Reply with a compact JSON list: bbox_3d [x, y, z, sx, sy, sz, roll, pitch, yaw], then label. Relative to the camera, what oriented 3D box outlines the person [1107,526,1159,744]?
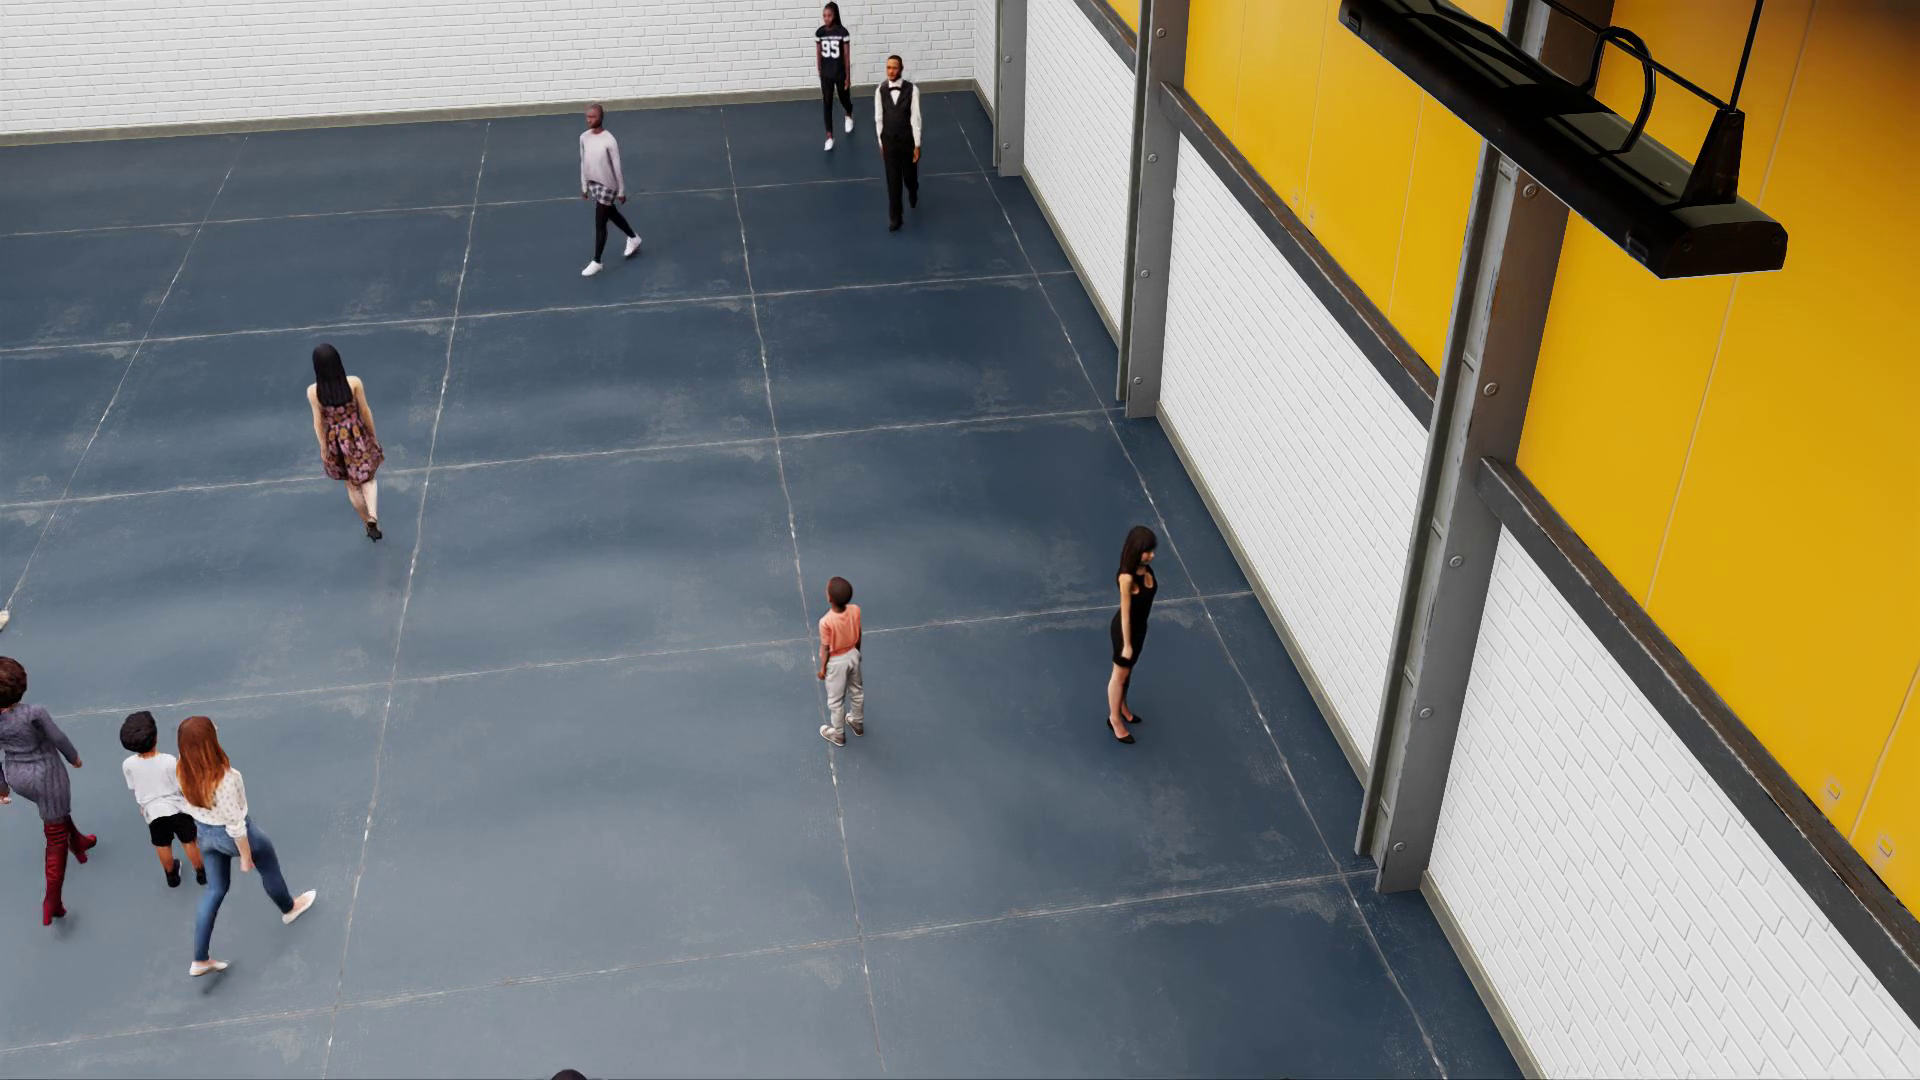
[{"bbox_3d":[1.119,0.604,11.035,0.692,1.645,0.586,13,36,19],"label":"person"}]

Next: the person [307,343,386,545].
[{"bbox_3d":[-4.705,-0.683,12.861,0.730,1.767,0.858,-15,36,-21],"label":"person"}]

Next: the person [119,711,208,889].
[{"bbox_3d":[-4.760,1.566,9.940,0.479,1.256,0.474,-4,34,-7],"label":"person"}]

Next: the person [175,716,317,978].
[{"bbox_3d":[-4.176,1.716,9.312,0.974,1.701,1.169,13,36,18],"label":"person"}]

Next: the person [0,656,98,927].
[{"bbox_3d":[-5.389,1.480,9.696,0.693,1.670,1.099,-1,34,-1],"label":"person"}]

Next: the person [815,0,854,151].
[{"bbox_3d":[-1.517,-5.755,20.547,0.845,1.706,1.169,5,34,8],"label":"person"}]

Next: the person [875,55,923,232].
[{"bbox_3d":[-0.643,-4.422,18.365,0.910,1.902,1.129,6,34,9],"label":"person"}]

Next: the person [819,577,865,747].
[{"bbox_3d":[-0.780,0.795,11.051,0.557,1.311,0.588,-23,40,-31],"label":"person"}]

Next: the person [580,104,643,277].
[{"bbox_3d":[-3.676,-3.714,17.455,1.136,1.730,1.230,19,38,26],"label":"person"}]
